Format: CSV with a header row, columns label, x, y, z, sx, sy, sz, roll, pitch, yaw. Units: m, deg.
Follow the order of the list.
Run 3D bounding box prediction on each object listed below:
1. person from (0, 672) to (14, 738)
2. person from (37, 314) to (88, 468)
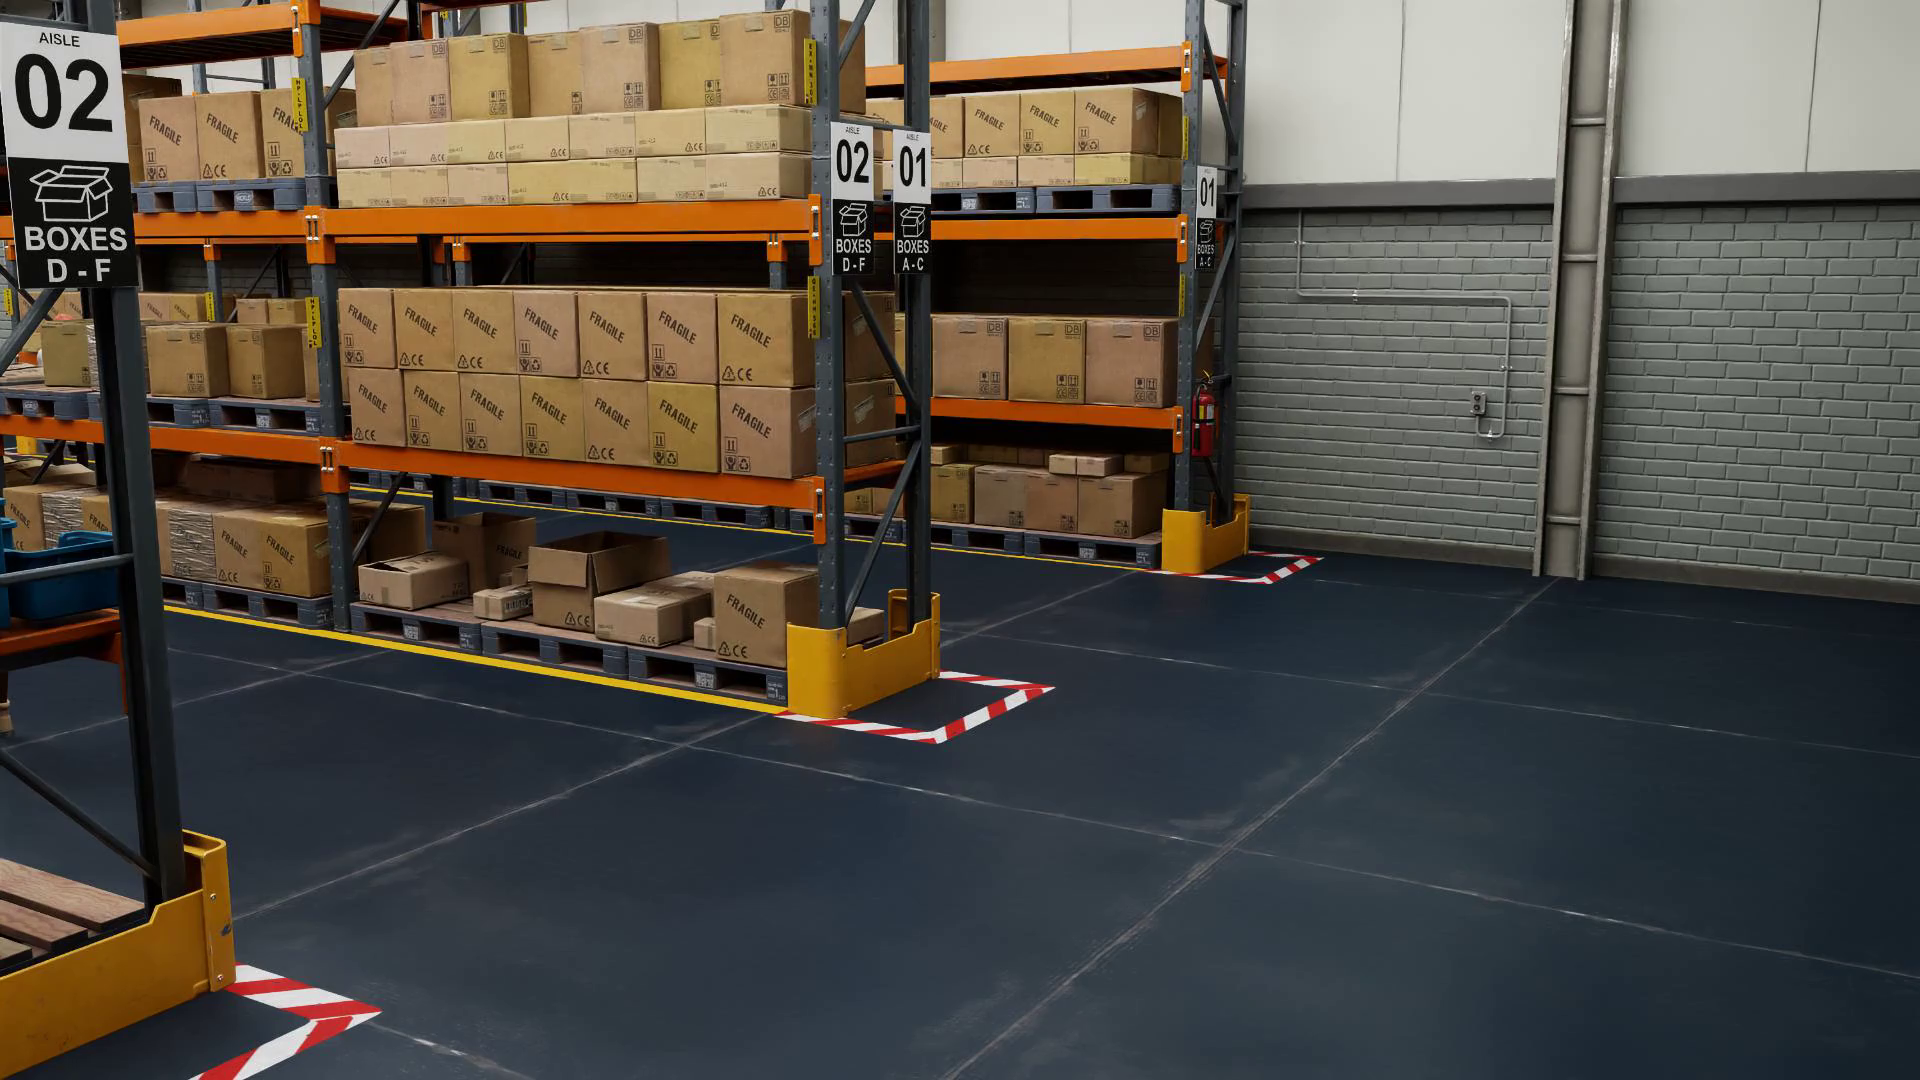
label,x,y,z,sx,sy,sz,roll,pitch,yaw
person,-5.170,0.079,8.504,0.390,2.034,0.605,0,10,1
person,-9.372,-1.412,17.523,0.545,1.933,0.376,-9,13,-42
